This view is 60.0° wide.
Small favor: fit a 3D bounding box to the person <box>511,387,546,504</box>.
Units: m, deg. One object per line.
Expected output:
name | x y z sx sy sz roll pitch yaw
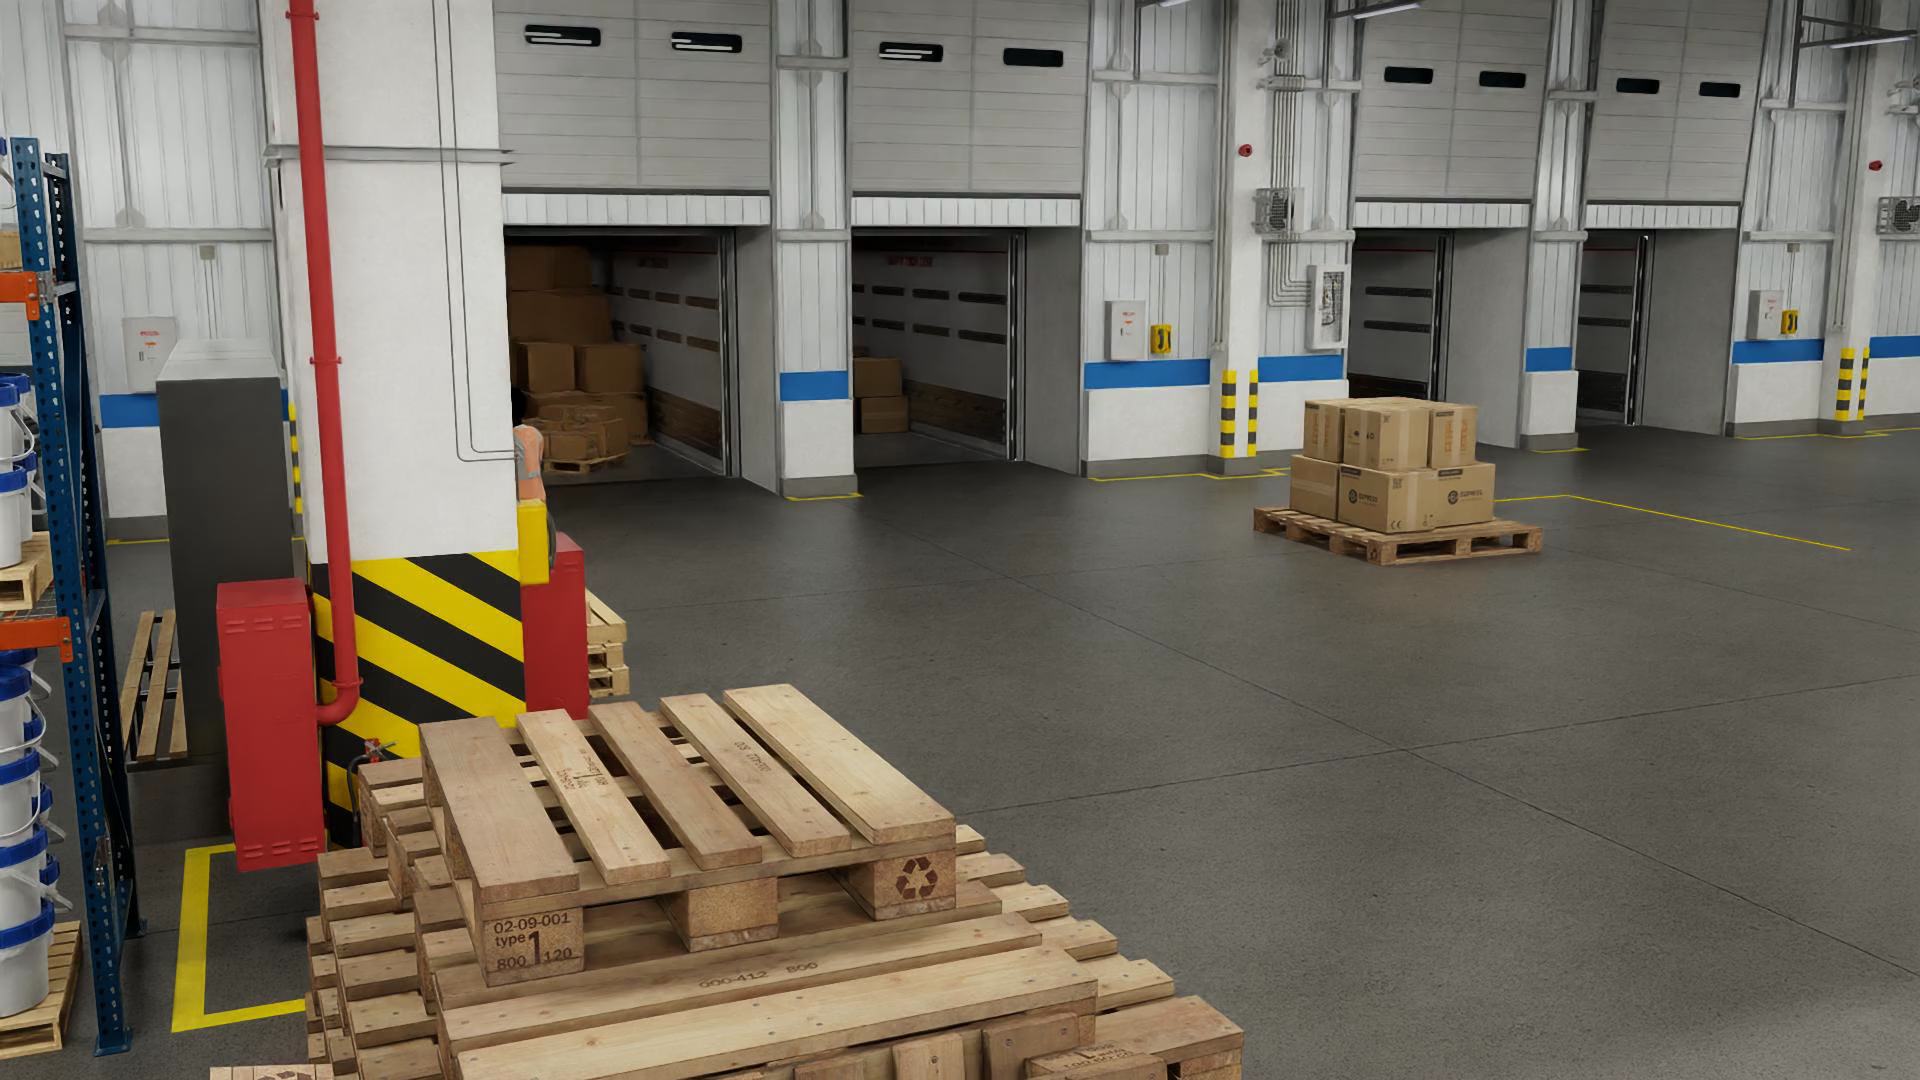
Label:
person | -3.118 -0.241 11.788 0.320 1.692 0.531 2 10 10
